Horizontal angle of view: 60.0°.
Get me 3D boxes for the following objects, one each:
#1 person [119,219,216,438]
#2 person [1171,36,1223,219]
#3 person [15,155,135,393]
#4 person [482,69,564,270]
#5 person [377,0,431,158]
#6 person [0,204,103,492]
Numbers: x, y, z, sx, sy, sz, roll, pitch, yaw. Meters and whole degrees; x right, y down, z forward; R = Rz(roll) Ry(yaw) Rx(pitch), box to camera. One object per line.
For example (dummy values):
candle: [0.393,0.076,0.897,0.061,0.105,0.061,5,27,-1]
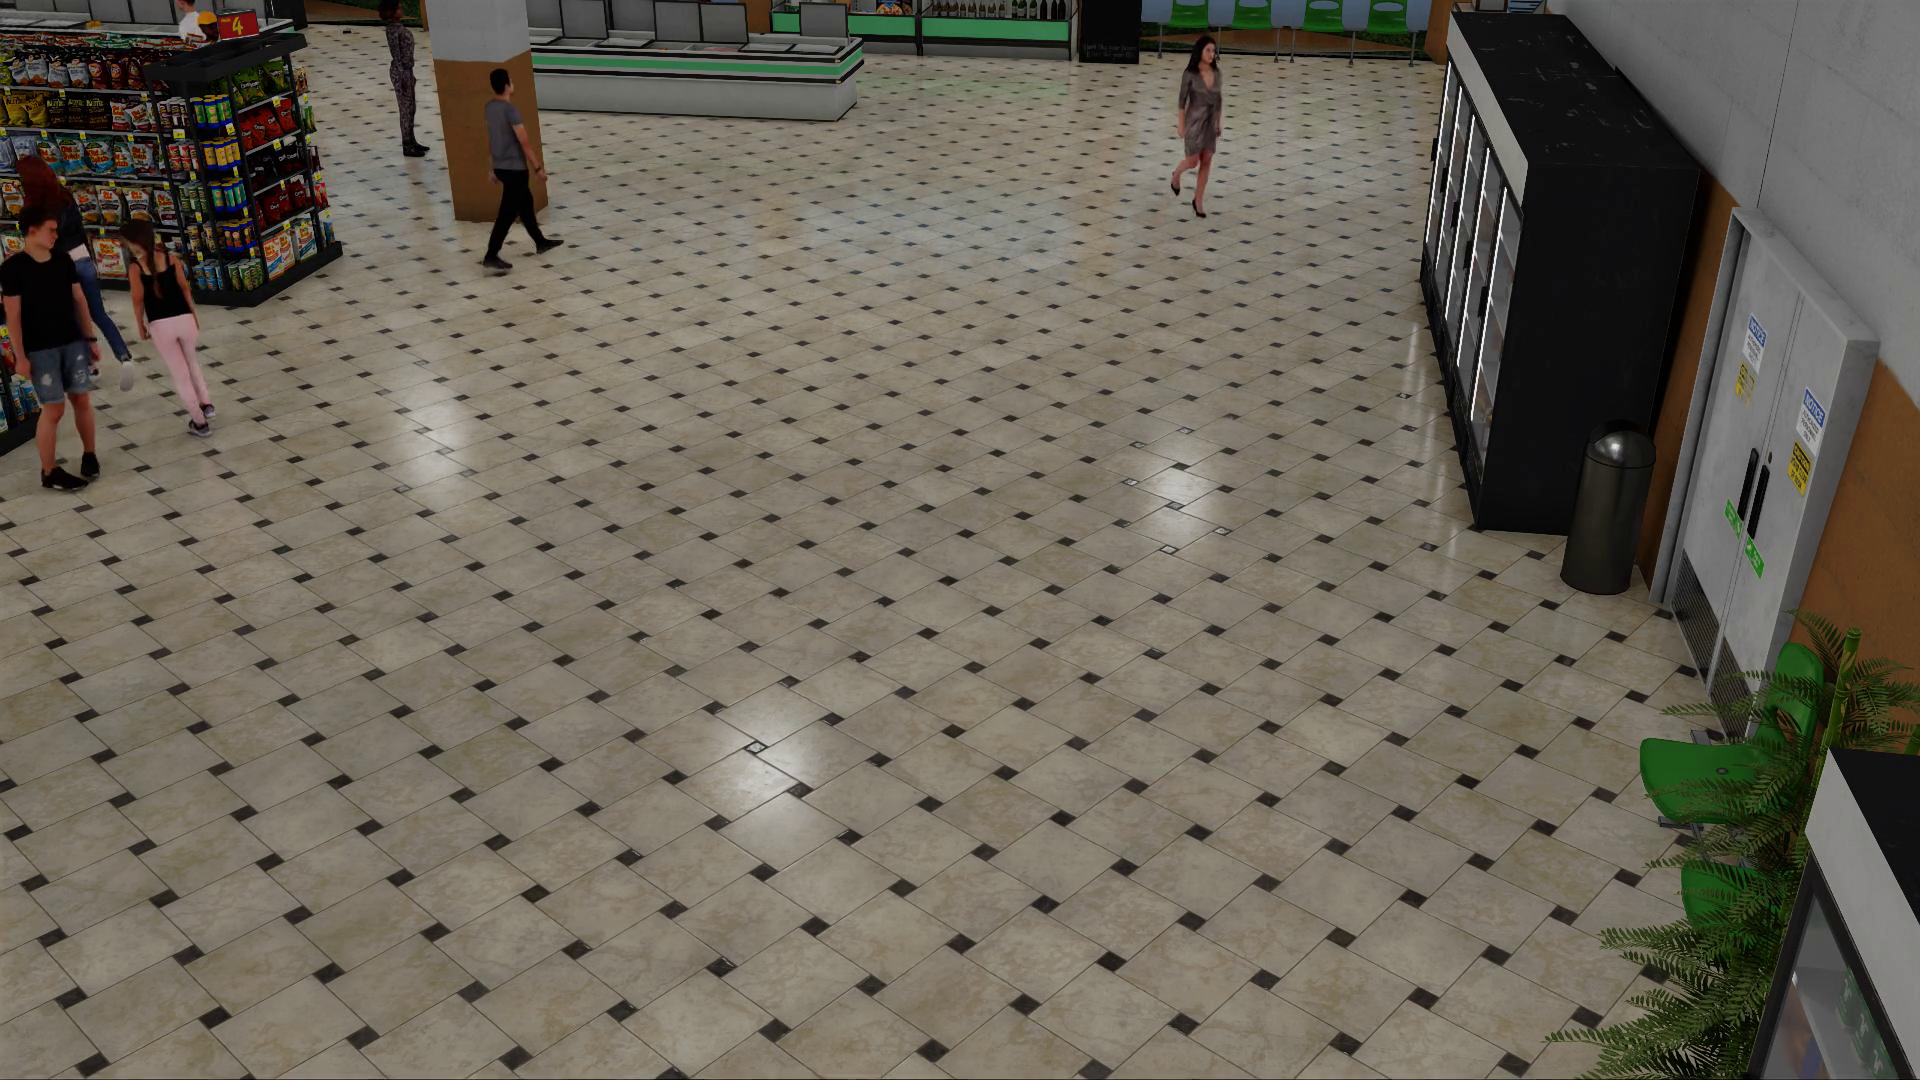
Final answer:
person: [-5.342,-1.423,11.338,0.660,1.542,0.720,-22,34,-36]
person: [2.321,-4.057,16.320,0.889,1.733,0.904,-11,29,-21]
person: [-6.363,-1.885,12.009,1.237,1.759,0.942,18,32,31]
person: [-4.045,-3.243,14.740,1.142,1.712,1.175,-23,35,-38]
person: [-6.200,-5.158,18.513,0.629,1.714,0.625,-1,27,-3]
person: [-5.836,-1.264,10.705,0.737,1.831,0.780,20,33,34]
